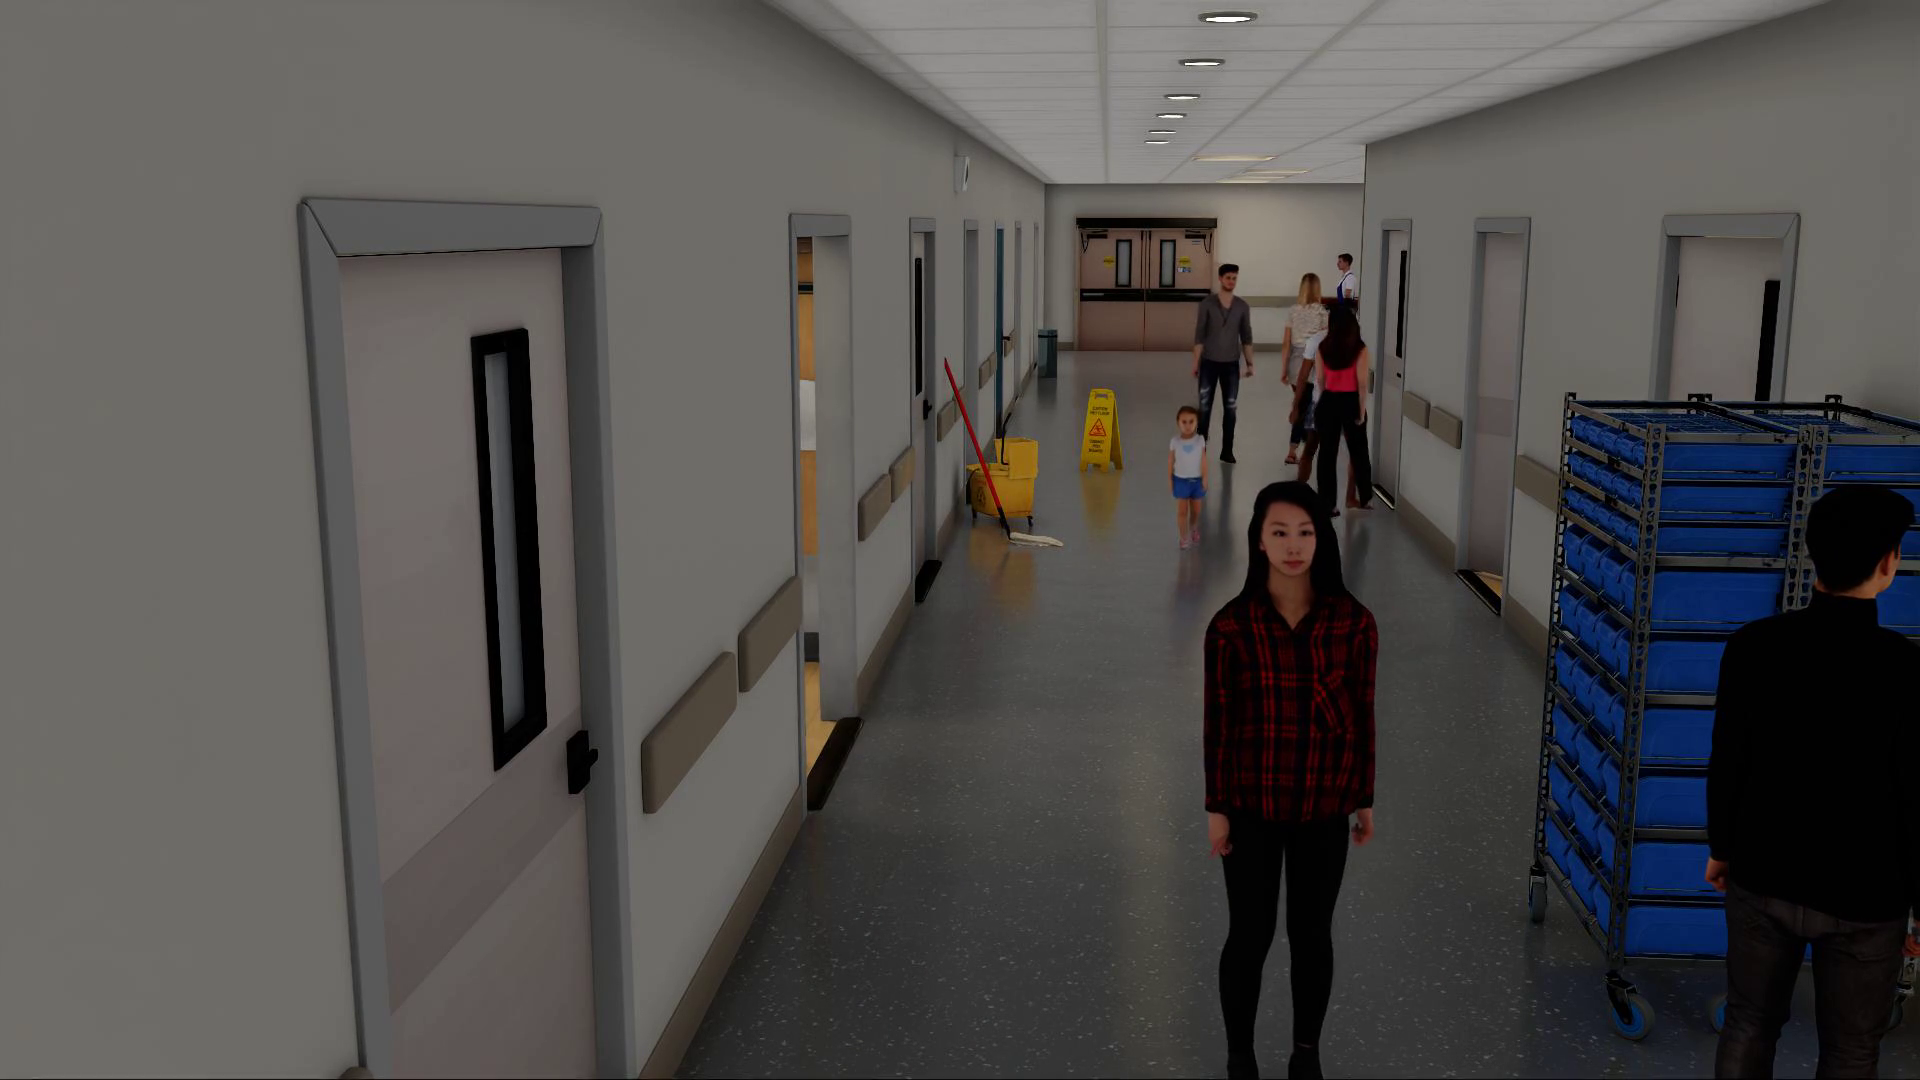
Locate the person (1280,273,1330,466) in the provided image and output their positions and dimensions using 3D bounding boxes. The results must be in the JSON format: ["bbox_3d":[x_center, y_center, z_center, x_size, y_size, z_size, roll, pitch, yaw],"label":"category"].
[{"bbox_3d":[3.217,-1.549,15.558,0.924,1.773,1.263,5,12,26],"label":"person"}]

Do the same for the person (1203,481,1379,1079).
[{"bbox_3d":[0.824,0.663,4.222,0.616,1.655,0.559,-1,11,-4],"label":"person"}]

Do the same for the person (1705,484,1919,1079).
[{"bbox_3d":[1.919,0.724,3.717,0.760,1.722,0.718,-10,15,-43],"label":"person"}]

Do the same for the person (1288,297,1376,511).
[{"bbox_3d":[2.903,-1.058,13.170,1.001,1.699,0.766,1,11,3],"label":"person"}]

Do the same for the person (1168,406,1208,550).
[{"bbox_3d":[1.622,-0.449,11.792,0.429,1.016,0.554,1,11,6],"label":"person"}]

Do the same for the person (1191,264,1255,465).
[{"bbox_3d":[2.510,-1.711,16.075,0.765,1.898,0.694,0,11,0],"label":"person"}]

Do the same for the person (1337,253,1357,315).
[{"bbox_3d":[5.883,-3.429,25.269,0.667,1.847,0.491,1,11,4],"label":"person"}]

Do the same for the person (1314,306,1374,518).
[{"bbox_3d":[2.889,-0.930,12.759,0.829,1.601,1.184,5,12,25],"label":"person"}]
